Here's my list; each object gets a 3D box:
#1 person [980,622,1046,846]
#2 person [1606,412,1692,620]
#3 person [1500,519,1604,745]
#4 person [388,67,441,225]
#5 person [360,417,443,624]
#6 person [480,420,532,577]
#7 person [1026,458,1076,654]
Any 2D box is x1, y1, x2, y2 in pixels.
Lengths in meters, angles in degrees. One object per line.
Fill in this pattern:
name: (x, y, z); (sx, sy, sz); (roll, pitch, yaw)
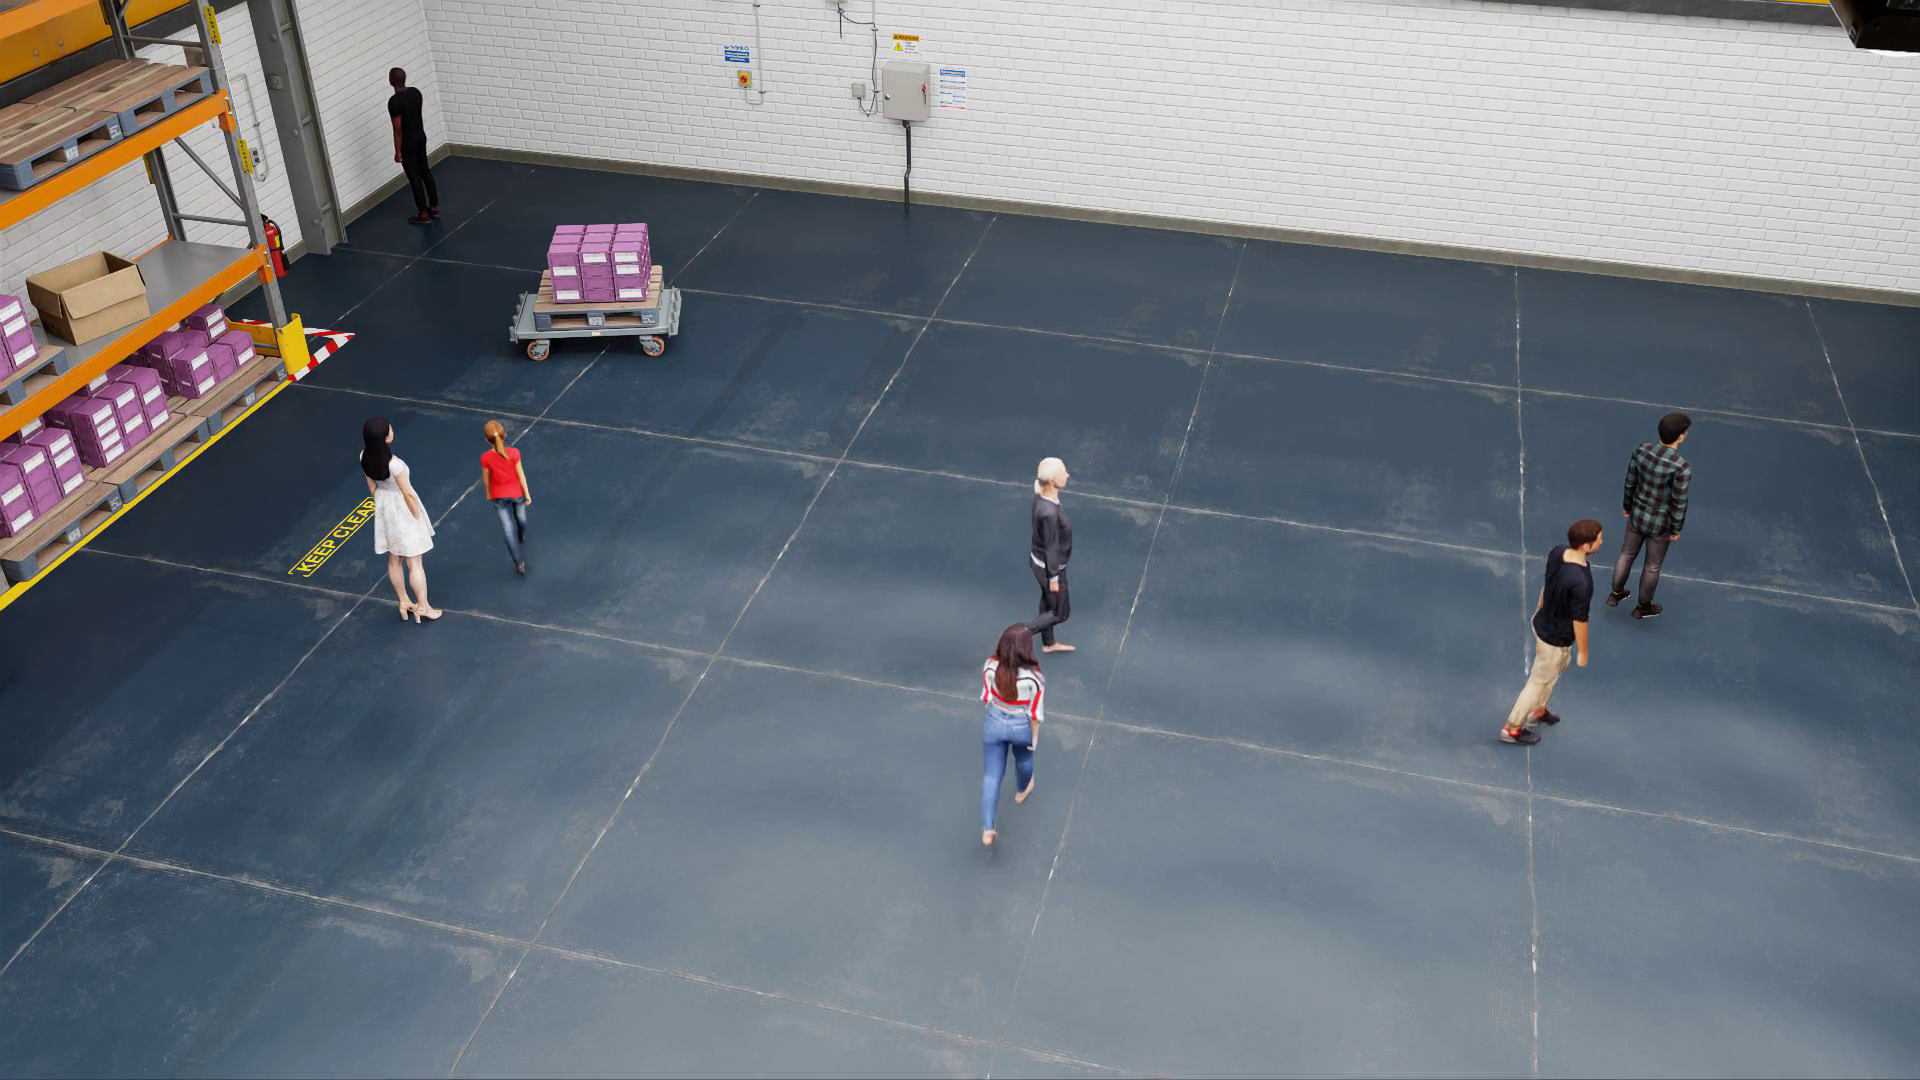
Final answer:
person: (0.291, 1.252, 10.647); (0.592, 1.582, 1.028); (9, 35, 13)
person: (5.211, -0.196, 12.490); (0.749, 1.715, 0.742); (-22, 39, -29)
person: (3.962, 0.640, 11.338); (0.837, 1.836, 0.754); (-2, 34, -2)
person: (-6.311, -4.550, 19.162); (0.751, 1.819, 0.541); (13, 36, 19)
person: (-4.245, -0.147, 12.577); (0.706, 1.775, 0.706); (16, 37, 23)
person: (-3.608, -0.311, 13.277); (0.811, 1.274, 0.966); (-11, 35, -16)
person: (0.581, 0.165, 12.161); (0.833, 1.717, 0.806); (-4, 34, -6)
